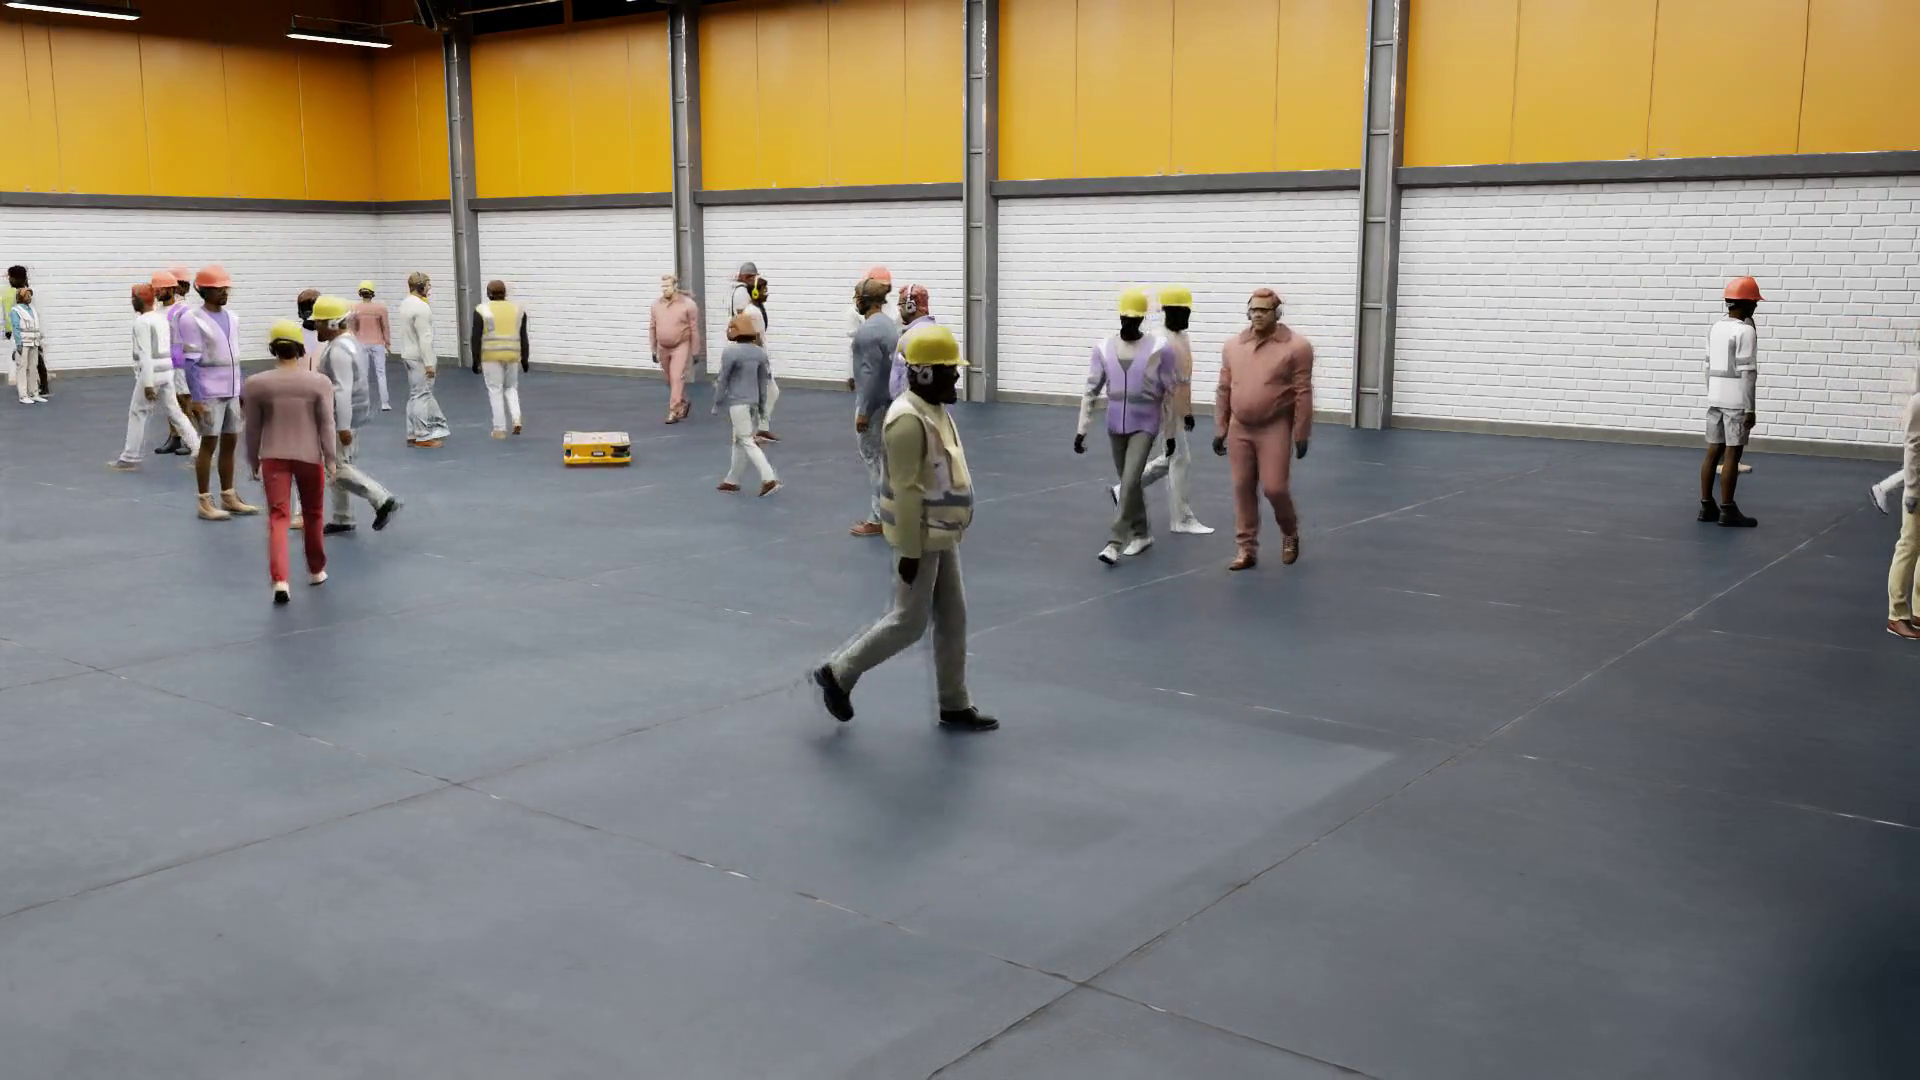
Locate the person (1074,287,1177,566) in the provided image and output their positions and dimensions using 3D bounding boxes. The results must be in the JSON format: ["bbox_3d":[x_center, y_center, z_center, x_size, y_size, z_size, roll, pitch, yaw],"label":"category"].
[{"bbox_3d":[1.153,-0.774,11.371,0.619,1.880,0.931,6,11,31],"label":"person"}]

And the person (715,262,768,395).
[{"bbox_3d":[-3.260,-3.183,24.934,0.905,2.000,0.685,-2,10,-11],"label":"person"}]

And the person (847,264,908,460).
[{"bbox_3d":[-0.804,-1.676,16.244,0.616,2.024,0.793,-2,10,-13],"label":"person"}]

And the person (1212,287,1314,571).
[{"bbox_3d":[2.018,-0.734,11.115,0.646,1.894,0.440,7,12,34],"label":"person"}]

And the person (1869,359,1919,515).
[{"bbox_3d":[7.525,-0.927,13.025,0.484,1.620,0.519,6,12,32],"label":"person"}]

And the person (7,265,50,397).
[{"bbox_3d":[-13.704,-3.042,24.384,0.541,1.942,0.709,-4,11,-23],"label":"person"}]

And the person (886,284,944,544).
[{"bbox_3d":[-0.318,-0.913,12.162,0.401,1.894,0.655,2,10,13],"label":"person"}]

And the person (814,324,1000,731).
[{"bbox_3d":[-0.234,-0.041,7.316,0.753,1.814,0.604,2,10,14],"label":"person"}]

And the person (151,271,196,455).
[{"bbox_3d":[-8.304,-1.858,17.521,0.553,1.935,0.361,4,11,24],"label":"person"}]

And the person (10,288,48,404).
[{"bbox_3d":[-13.244,-2.756,23.619,0.312,1.639,0.512,1,10,5],"label":"person"}]

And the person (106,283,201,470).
[{"bbox_3d":[-7.841,-1.581,16.223,1.000,1.837,0.594,0,10,2],"label":"person"}]

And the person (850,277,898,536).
[{"bbox_3d":[-0.643,-0.993,12.488,0.355,1.936,0.636,2,10,12],"label":"person"}]

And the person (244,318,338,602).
[{"bbox_3d":[-4.127,-0.502,10.268,0.535,1.719,0.931,-3,10,-16],"label":"person"}]

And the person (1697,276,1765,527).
[{"bbox_3d":[6.014,-1.071,12.940,0.354,1.939,0.544,-2,10,-9],"label":"person"}]

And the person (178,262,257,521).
[{"bbox_3d":[-5.898,-1.181,13.276,0.390,2.040,0.614,3,10,15],"label":"person"}]

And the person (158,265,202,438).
[{"bbox_3d":[-8.827,-2.151,19.099,0.671,1.975,0.646,0,10,3],"label":"person"}]

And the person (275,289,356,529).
[{"bbox_3d":[-4.943,-1.003,12.823,0.623,1.845,0.430,-1,10,-8],"label":"person"}]

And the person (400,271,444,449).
[{"bbox_3d":[-5.875,-1.948,18.081,0.374,1.931,0.636,-6,11,-32],"label":"person"}]

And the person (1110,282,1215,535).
[{"bbox_3d":[1.545,-0.999,12.625,0.794,1.907,0.591,4,10,22],"label":"person"}]

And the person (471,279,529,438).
[{"bbox_3d":[-5.281,-2.074,19.104,0.650,1.824,0.433,-8,12,-37],"label":"person"}]

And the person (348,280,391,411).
[{"bbox_3d":[-7.961,-2.617,22.440,0.533,1.767,0.327,-3,10,-17],"label":"person"}]

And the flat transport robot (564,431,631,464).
[{"bbox_3d":[-3.746,-0.961,17.146,0.652,0.197,1.431,-2,10,-12],"label":"flat transport robot"}]

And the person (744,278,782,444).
[{"bbox_3d":[-2.184,-1.969,18.410,0.610,1.847,0.531,-1,10,-3],"label":"person"}]

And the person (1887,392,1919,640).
[{"bbox_3d":[5.388,-0.272,9.170,0.500,1.633,0.286,-4,11,-22],"label":"person"}]

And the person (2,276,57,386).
[{"bbox_3d":[-15.088,-3.410,26.957,0.647,1.796,0.931,6,12,32],"label":"person"}]

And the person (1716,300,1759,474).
[{"bbox_3d":[7.482,-1.554,16.016,0.514,1.846,0.337,-8,13,-40],"label":"person"}]

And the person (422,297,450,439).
[{"bbox_3d":[-6.135,-2.011,19.114,0.385,1.706,0.550,-3,10,-18],"label":"person"}]

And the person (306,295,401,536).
[{"bbox_3d":[-4.557,-0.916,12.393,0.578,1.813,0.607,-2,10,-13],"label":"person"}]

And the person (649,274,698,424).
[{"bbox_3d":[-3.609,-2.434,21.091,0.641,1.871,0.929,3,10,16],"label":"person"}]

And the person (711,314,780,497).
[{"bbox_3d":[-1.865,-1.177,14.546,0.816,1.602,0.508,6,12,33],"label":"person"}]
